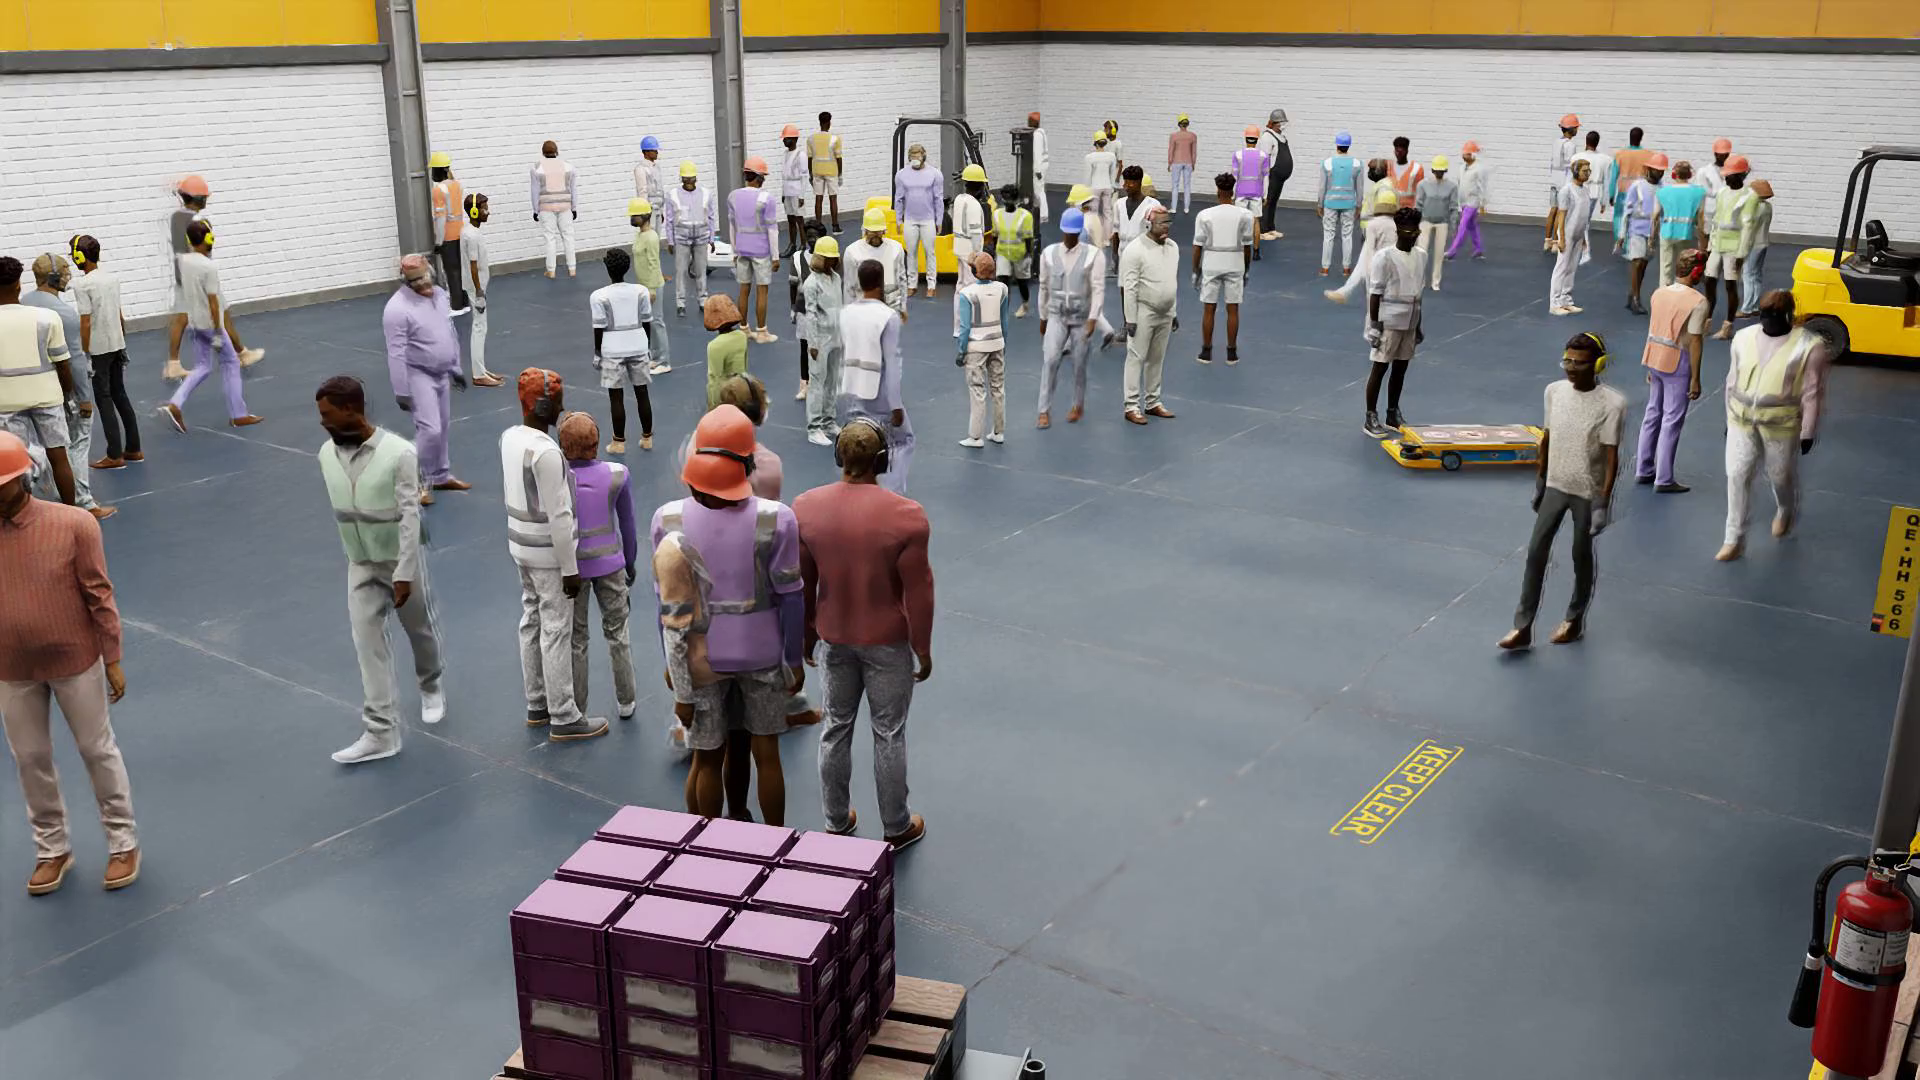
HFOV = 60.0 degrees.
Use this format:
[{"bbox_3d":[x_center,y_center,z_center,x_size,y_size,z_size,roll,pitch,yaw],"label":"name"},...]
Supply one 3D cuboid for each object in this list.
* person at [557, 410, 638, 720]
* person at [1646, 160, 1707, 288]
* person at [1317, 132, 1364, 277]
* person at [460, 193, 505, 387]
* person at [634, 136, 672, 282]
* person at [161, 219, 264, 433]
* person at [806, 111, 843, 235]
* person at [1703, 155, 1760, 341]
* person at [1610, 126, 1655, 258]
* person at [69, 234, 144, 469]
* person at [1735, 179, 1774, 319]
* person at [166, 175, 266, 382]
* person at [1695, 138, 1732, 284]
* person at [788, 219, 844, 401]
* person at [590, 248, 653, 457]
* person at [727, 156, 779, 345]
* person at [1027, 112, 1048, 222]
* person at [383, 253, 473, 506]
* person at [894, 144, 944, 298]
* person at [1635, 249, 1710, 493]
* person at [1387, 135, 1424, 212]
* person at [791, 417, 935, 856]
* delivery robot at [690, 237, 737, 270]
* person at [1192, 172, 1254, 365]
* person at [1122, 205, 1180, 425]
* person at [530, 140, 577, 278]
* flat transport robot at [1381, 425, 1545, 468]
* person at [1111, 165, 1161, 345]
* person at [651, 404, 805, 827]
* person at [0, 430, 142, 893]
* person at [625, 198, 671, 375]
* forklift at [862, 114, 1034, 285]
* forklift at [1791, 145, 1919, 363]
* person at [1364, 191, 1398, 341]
[{"bbox_3d":[-1.878,0.156,8.418,0.517,1.641,0.308,-8,19,-24],"label":"person"},{"bbox_3d":[8.511,-3.584,19.804,0.612,1.825,0.510,5,18,15],"label":"person"},{"bbox_3d":[5.187,-4.573,22.704,0.615,1.950,0.375,2,18,8],"label":"person"},{"bbox_3d":[-4.653,-2.414,16.108,0.324,1.861,0.510,-6,19,-18],"label":"person"},{"bbox_3d":[-4.091,-4.368,22.069,0.391,1.948,0.605,3,18,9],"label":"person"},{"bbox_3d":[-6.546,-1.834,14.337,0.503,1.839,0.785,10,20,28],"label":"person"},{"bbox_3d":[-2.182,-5.938,26.950,0.608,1.966,0.370,4,18,13],"label":"person"},{"bbox_3d":[8.445,-3.219,18.364,0.449,2.026,0.623,-5,18,-15],"label":"person"},{"bbox_3d":[9.844,-5.090,24.414,0.592,1.901,0.484,4,18,13],"label":"person"},{"bbox_3d":[-6.819,-1.491,13.225,0.334,1.857,0.529,2,18,7],"label":"person"},{"bbox_3d":[9.396,-3.433,19.671,0.505,1.628,0.278,-16,24,-41],"label":"person"},{"bbox_3d":[-7.527,-2.604,16.493,0.620,1.976,1.077,9,20,26],"label":"person"},{"bbox_3d":[10.101,-4.432,22.319,0.546,1.921,0.769,0,18,1],"label":"person"},{"bbox_3d":[-1.334,-2.130,15.476,0.535,1.697,0.318,2,18,7],"label":"person"},{"bbox_3d":[-2.754,-1.531,13.600,0.531,1.698,0.320,-12,21,-32],"label":"person"},{"bbox_3d":[-2.218,-3.143,18.117,0.611,2.030,0.410,9,20,27],"label":"person"},{"bbox_3d":[1.339,-6.390,28.524,0.388,1.867,0.646,1,18,3],"label":"person"},{"bbox_3d":[-3.928,-1.186,12.256,0.420,1.871,0.670,4,18,13],"label":"person"},{"bbox_3d":[-0.517,-4.039,21.080,0.636,1.930,0.382,3,18,10],"label":"person"},{"bbox_3d":[5.373,-1.271,12.567,0.394,1.836,0.560,-4,18,-13],"label":"person"},{"bbox_3d":[5.967,-4.520,22.568,0.596,1.928,0.933,9,20,26],"label":"person"},{"bbox_3d":[-0.407,0.423,7.099,0.635,1.939,0.367,5,18,15],"label":"person"},{"bbox_3d":[-3.325,-3.891,22.677,0.707,0.478,0.477,2,18,6],"label":"delivery robot"},{"bbox_3d":[2.698,-2.785,17.115,0.602,1.955,0.378,2,18,8],"label":"person"},{"bbox_3d":[1.712,-1.992,14.702,0.643,1.910,0.400,-14,23,-38],"label":"person"},{"bbox_3d":[-5.533,-4.514,22.703,0.629,1.840,0.429,-8,20,-25],"label":"person"},{"bbox_3d":[4.223,-0.770,13.526,1.431,0.197,0.652,0,18,-2],"label":"flat transport robot"},{"bbox_3d":[1.885,-3.055,17.965,0.615,1.952,0.386,14,23,38],"label":"person"},{"bbox_3d":[-0.933,0.449,6.847,0.605,2.045,0.377,0,18,1],"label":"person"},{"bbox_3d":[-3.747,0.502,6.783,0.630,1.980,0.410,-4,18,-12],"label":"person"},{"bbox_3d":[-3.137,-2.535,16.646,0.345,1.760,0.527,-9,20,-25],"label":"person"},{"bbox_3d":[-0.171,-4.594,22.377,2.313,2.155,1.214,1,18,3],"label":"forklift"},{"bbox_3d":[9.803,-2.879,17.013,2.313,2.155,1.214,12,21,33],"label":"forklift"},{"bbox_3d":[4.611,-2.900,17.935,0.495,1.671,0.948,-1,18,-3],"label":"person"}]
